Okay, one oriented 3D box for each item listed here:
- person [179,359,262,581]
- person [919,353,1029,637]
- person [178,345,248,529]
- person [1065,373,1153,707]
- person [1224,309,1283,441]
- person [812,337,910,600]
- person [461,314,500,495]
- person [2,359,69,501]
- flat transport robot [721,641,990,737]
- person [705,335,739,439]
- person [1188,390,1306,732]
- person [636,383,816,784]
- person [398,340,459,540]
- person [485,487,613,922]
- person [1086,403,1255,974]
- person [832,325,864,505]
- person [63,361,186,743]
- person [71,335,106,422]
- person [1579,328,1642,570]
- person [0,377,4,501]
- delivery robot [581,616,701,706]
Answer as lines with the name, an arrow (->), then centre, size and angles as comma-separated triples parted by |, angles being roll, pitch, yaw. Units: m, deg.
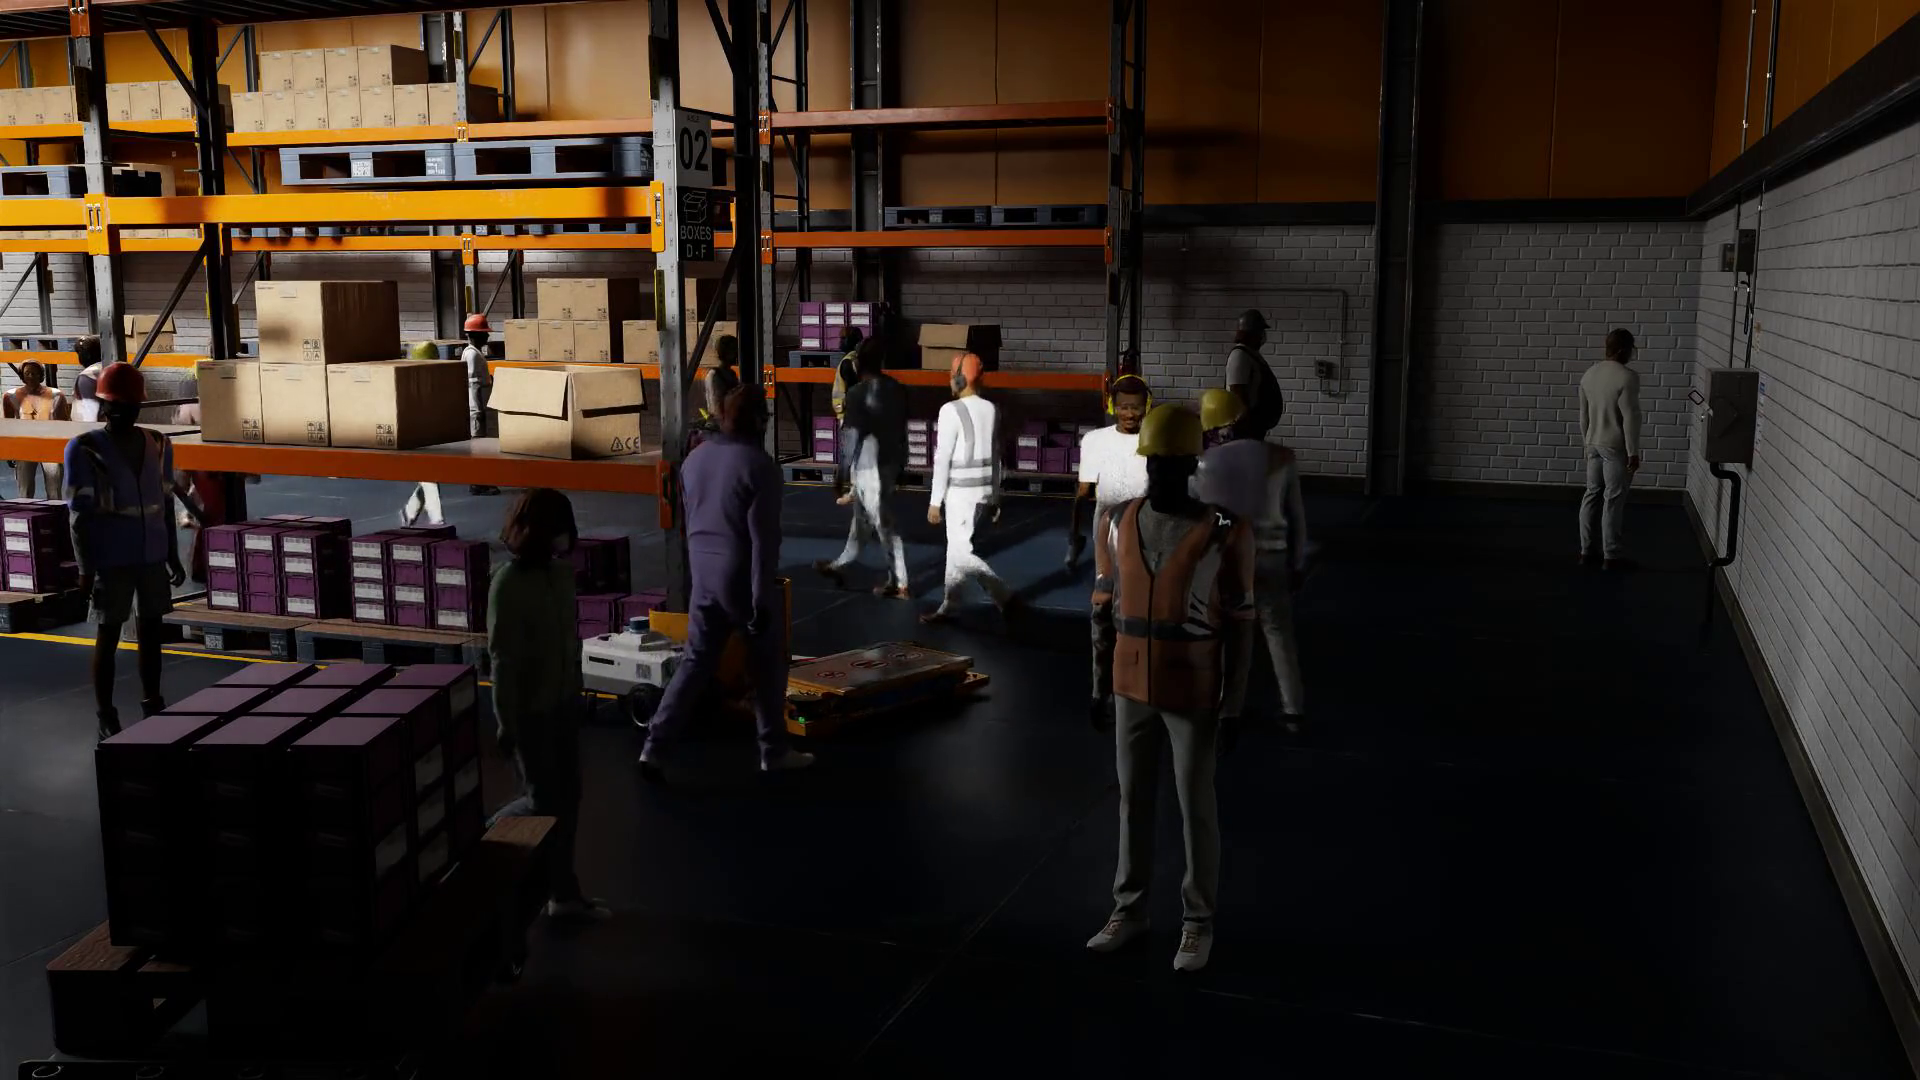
person -> -5.577, -0.503, 12.608 | 0.852, 1.726, 0.527 | 3, 9, 17
person -> 0.092, -0.284, 10.836 | 0.842, 1.862, 0.578 | 6, 11, 32
person -> -6.967, -0.981, 15.429 | 0.798, 1.792, 0.644 | -1, 9, -4
person -> 0.857, 0.036, 8.861 | 0.571, 1.831, 0.811 | 1, 9, 5
person -> 2.741, -1.126, 15.527 | 0.537, 2.000, 0.683 | 3, 9, 16
person -> -0.749, -0.522, 12.172 | 0.957, 1.896, 0.656 | 4, 10, 26
person -> -5.161, -1.446, 17.861 | 0.354, 1.939, 0.544 | -3, 10, -18
person -> -8.033, -0.762, 14.498 | 0.523, 1.638, 0.311 | -6, 11, -34
flat transport robot -> -0.543, 0.785, 9.067 | 0.652, 0.197, 1.431 | 8, 12, 41
person -> -1.988, -0.914, 14.883 | 0.695, 1.825, 0.525 | 4, 10, 22
person -> 1.473, 0.118, 8.577 | 0.632, 1.776, 0.406 | 2, 9, 11
person -> -1.109, 0.216, 7.683 | 0.667, 1.868, 0.870 | 7, 12, 38
person -> -4.753, -0.875, 14.748 | 0.882, 1.798, 0.592 | 7, 11, 37
person -> -1.553, 0.605, 5.993 | 0.491, 1.620, 0.501 | 3, 9, 16
person -> 0.703, 0.498, 5.676 | 0.590, 1.930, 0.359 | 6, 11, 31
person -> -1.103, -1.283, 17.138 | 0.430, 1.844, 0.623 | 2, 9, 11
person -> -4.127, 0.079, 8.290 | 0.374, 1.934, 0.548 | 6, 11, 34
person -> -7.538, -0.872, 14.582 | 0.430, 1.837, 0.621 | 0, 9, -2
person -> 5.227, -0.728, 13.352 | 0.373, 1.938, 0.627 | -3, 10, -18
person -> -9.876, -1.269, 16.729 | 0.342, 1.942, 0.552 | 5, 10, 30
delivery robot -> -1.681, 0.647, 8.755 | 0.707, 0.478, 0.477 | 6, 11, 32
